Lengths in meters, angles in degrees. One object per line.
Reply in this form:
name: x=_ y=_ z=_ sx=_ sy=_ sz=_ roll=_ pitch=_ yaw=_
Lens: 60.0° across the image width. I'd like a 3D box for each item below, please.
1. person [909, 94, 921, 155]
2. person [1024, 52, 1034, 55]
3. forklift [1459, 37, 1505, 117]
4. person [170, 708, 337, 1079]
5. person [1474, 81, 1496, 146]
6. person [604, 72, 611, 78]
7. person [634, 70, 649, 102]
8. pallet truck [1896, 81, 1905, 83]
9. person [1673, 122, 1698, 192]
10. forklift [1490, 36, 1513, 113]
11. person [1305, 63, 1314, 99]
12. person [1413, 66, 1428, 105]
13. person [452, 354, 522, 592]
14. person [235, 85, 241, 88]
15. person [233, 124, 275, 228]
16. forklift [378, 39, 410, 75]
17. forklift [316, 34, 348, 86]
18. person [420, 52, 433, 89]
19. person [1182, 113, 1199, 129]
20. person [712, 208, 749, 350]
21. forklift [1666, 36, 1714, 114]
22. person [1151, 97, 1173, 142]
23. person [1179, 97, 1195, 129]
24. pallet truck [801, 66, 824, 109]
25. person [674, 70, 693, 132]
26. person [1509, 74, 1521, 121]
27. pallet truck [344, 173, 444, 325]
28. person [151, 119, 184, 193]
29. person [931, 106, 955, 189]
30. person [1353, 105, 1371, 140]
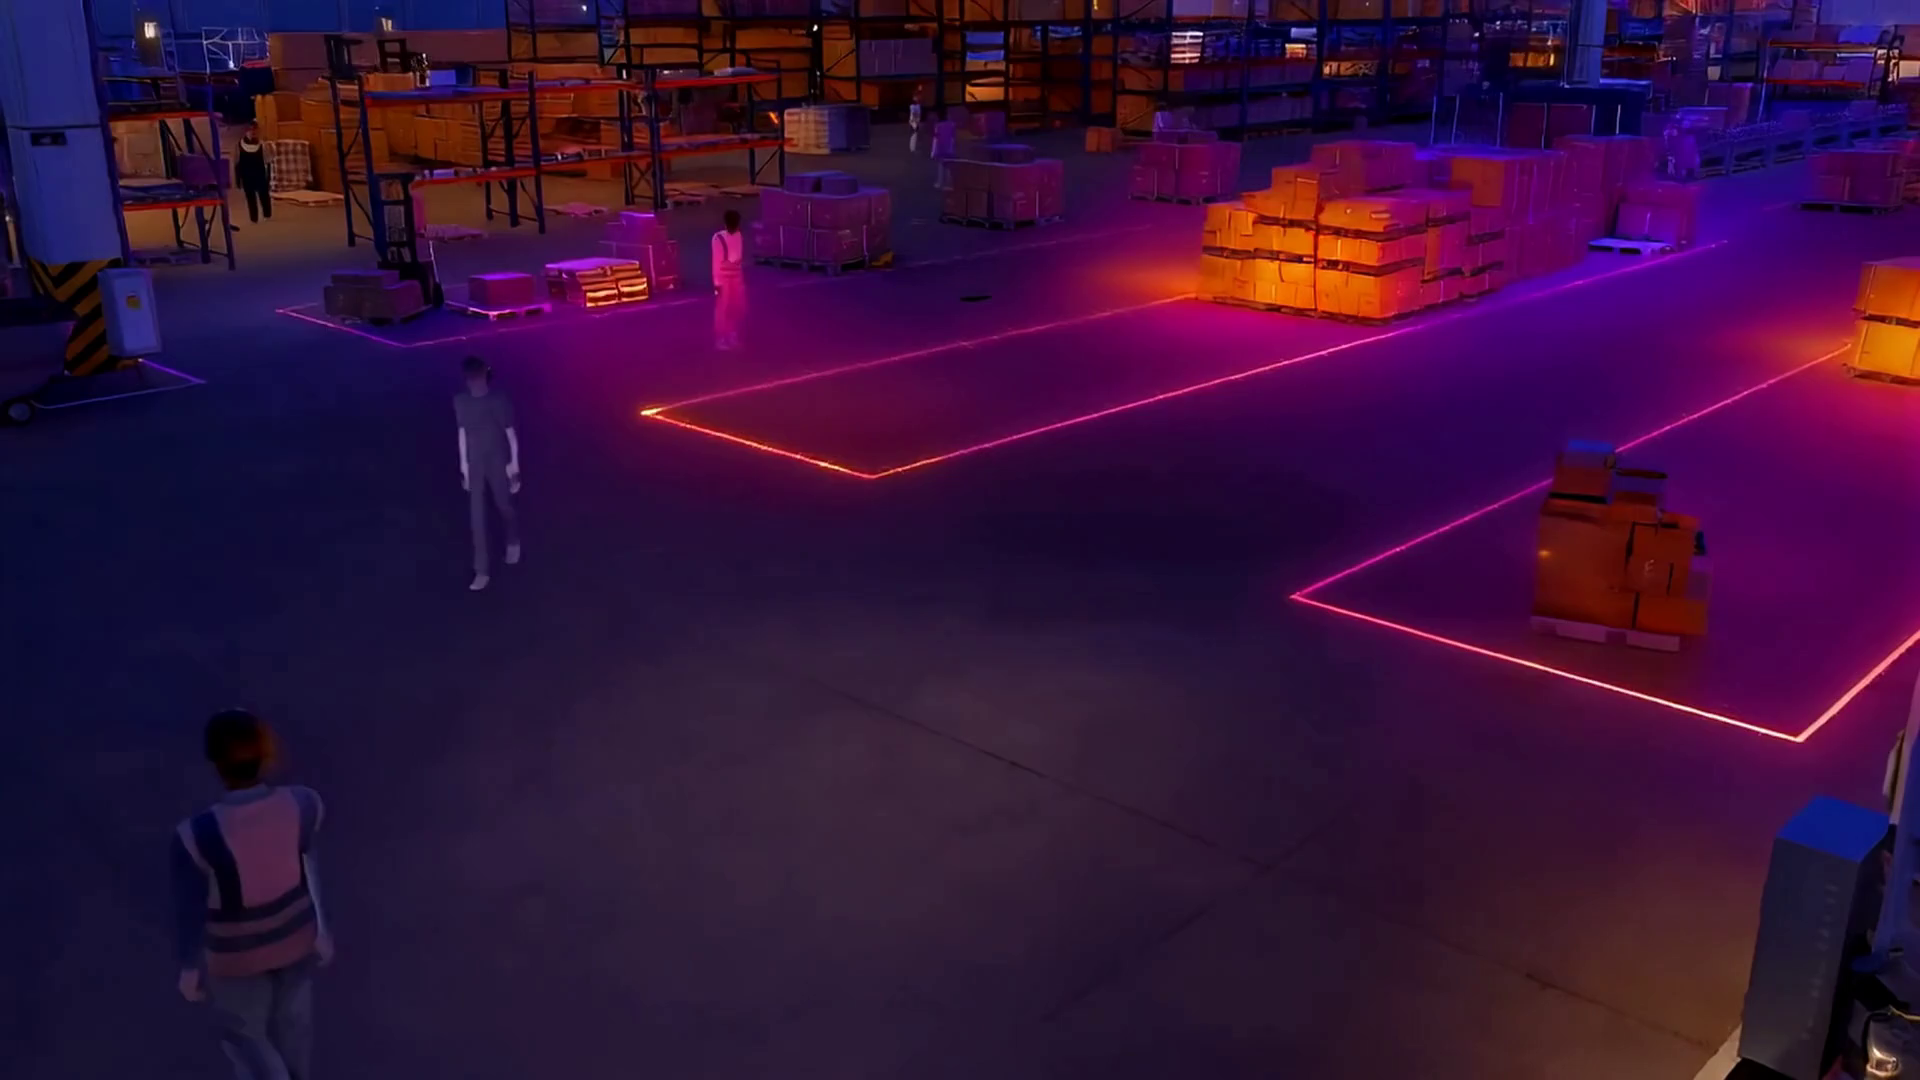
person: x=-1.262 y=-11.780 z=47.152 sx=0.335 sy=1.686 sz=0.533 roll=8 pitch=20 yaw=22
person: x=3.361 y=-22.377 z=78.578 sx=0.623 sy=1.988 sz=1.062 roll=-16 pitch=24 yaw=-39
forklift: x=19.580 y=-17.102 z=61.306 sx=1.873 sy=2.768 sz=1.129 roll=17 pitch=25 yaw=41
person: x=-2.704 y=1.581 z=6.506 sx=0.814 sy=1.927 sz=0.607 roll=14 pitch=23 yaw=36
person: x=15.601 y=-12.668 z=49.449 sx=0.432 sy=1.920 sz=0.553 roll=-15 pitch=24 yaw=-39
person: x=-11.903 y=-14.864 z=56.221 sx=0.602 sy=1.818 sz=0.639 roll=-14 pitch=23 yaw=-37
person: x=-10.753 y=-14.879 z=56.132 sx=0.384 sy=1.913 sz=0.594 roll=16 pitch=24 yaw=40
pallet truck: x=34.802 y=-16.331 z=61.455 sx=0.653 sy=1.274 sz=1.630 roll=17 pitch=25 yaw=41
person: x=15.267 y=-7.844 z=34.989 sx=0.635 sy=1.873 sz=0.700 roll=0 pitch=18 yaw=1
forklift: x=19.973 y=-17.201 z=61.605 sx=1.873 sy=2.768 sz=1.129 roll=16 pitch=24 yaw=40
person: x=14.325 y=-18.695 z=67.979 sx=0.550 sy=1.662 sz=0.775 roll=4 pitch=19 yaw=11
person: x=17.167 y=-16.786 z=62.124 sx=0.531 sy=1.744 sz=0.662 roll=-15 pitch=24 yaw=-38
person: x=-3.734 y=-0.594 z=13.229 sx=0.536 sy=1.832 sz=0.951 roll=1 pitch=18 yaw=2
person: x=-20.203 y=-11.838 z=46.921 sx=0.356 sy=1.937 sz=0.638 roll=4 pitch=19 yaw=12
person: x=-13.914 y=-7.211 z=32.820 sx=0.720 sy=2.000 sz=0.697 roll=-7 pitch=20 yaw=-19
forklift: x=-19.793 y=-16.149 z=58.437 sx=1.873 sy=2.768 sz=1.129 roll=17 pitch=25 yaw=41
forklift: x=-24.092 y=-18.092 z=64.290 sx=1.129 sy=2.768 sz=1.873 roll=17 pitch=25 yaw=41
person: x=-23.164 y=-20.217 z=72.232 sx=0.712 sy=1.886 sz=0.558 roll=16 pitch=24 yaw=40
person: x=5.703 y=-9.830 z=41.432 sx=0.513 sy=1.596 sz=0.874 roll=-7 pitch=19 yaw=-19
person: x=-3.001 y=-3.379 z=21.586 sx=0.490 sy=1.853 sz=0.582 roll=14 pitch=23 yaw=36
forklift: x=27.341 y=-17.291 z=61.877 sx=1.129 sy=2.768 sz=1.873 roll=17 pitch=25 yaw=41
person: x=5.083 y=-10.150 z=41.869 sx=0.557 sy=1.914 sz=0.586 roll=-16 pitch=24 yaw=-39
person: x=6.369 y=-11.670 z=46.929 sx=0.518 sy=1.601 sz=0.808 roll=13 pitch=22 yaw=34
pallet truck: x=-4.812 y=-15.182 z=56.903 sx=0.823 sy=1.965 sz=1.885 roll=-9 pitch=21 yaw=-26
person: x=-9.024 y=-14.310 z=54.304 sx=0.629 sy=1.975 sz=0.614 roll=-2 pitch=18 yaw=-6
person: x=19.812 y=-15.805 z=59.347 sx=0.287 sy=1.632 sz=0.504 roll=8 pitch=20 yaw=24
pallet truck: x=-8.209 y=-4.181 z=23.757 sx=0.823 sy=1.965 sz=1.885 roll=3 pitch=19 yaw=9
person: x=-18.049 y=-8.843 z=37.926 sx=0.657 sy=1.924 sz=0.647 roll=16 pitch=24 yaw=40
person: x=-0.318 y=-9.129 z=38.761 sx=0.871 sy=1.940 sz=0.612 roll=14 pitch=23 yaw=36
person: x=10.181 y=-10.209 z=42.379 sx=0.952 sy=1.714 sz=0.523 roll=-6 pitch=19 yaw=-16
